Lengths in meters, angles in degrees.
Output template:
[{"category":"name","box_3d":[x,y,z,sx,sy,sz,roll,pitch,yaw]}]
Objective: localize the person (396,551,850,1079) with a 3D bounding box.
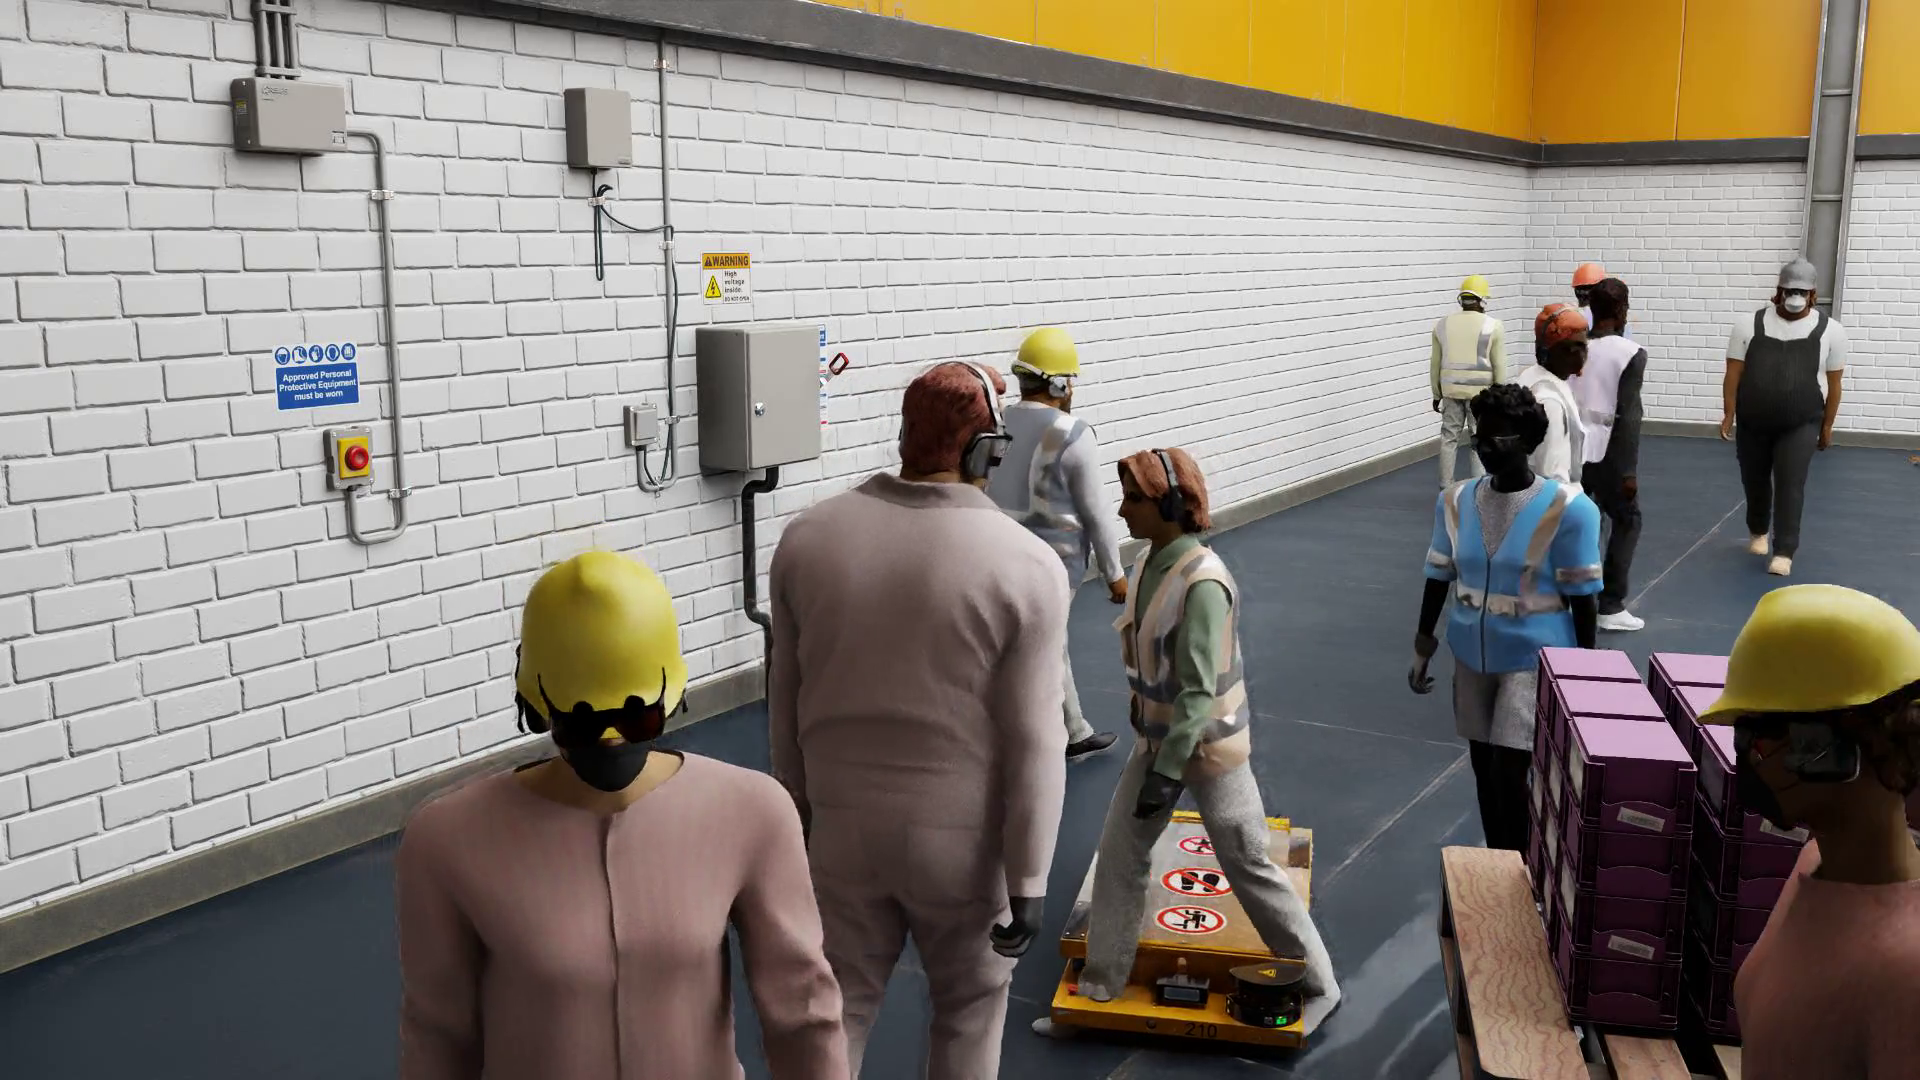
[{"category":"person","box_3d":[-0.417,0.857,2.173,0.547,1.714,0.814,-5,11,-25]}]

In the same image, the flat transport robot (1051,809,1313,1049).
[{"category":"flat transport robot","box_3d":[0.713,1.082,4.980,0.652,0.197,1.431,2,10,13]}]

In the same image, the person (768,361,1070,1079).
[{"category":"person","box_3d":[-0.127,0.595,3.264,0.662,1.872,0.683,4,11,21]}]

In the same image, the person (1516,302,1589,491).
[{"category":"person","box_3d":[2.396,-0.052,6.890,0.410,1.860,0.619,1,10,8]}]

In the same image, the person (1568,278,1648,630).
[{"category":"person","box_3d":[3.438,-0.434,8.856,0.693,1.895,0.631,-6,12,-30]}]

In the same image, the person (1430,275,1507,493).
[{"category":"person","box_3d":[4.004,-1.161,13.085,0.600,1.827,0.404,8,13,37]}]

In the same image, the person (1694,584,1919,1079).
[{"category":"person","box_3d":[1.023,0.908,1.970,0.893,1.695,0.566,3,11,18]}]

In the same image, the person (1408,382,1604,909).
[{"category":"person","box_3d":[1.617,0.369,4.997,0.460,1.677,0.557,-8,13,-38]}]

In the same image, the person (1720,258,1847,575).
[{"category":"person","box_3d":[5.313,-0.849,10.771,0.685,2.000,0.964,7,12,34]}]

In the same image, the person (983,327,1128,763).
[{"category":"person","box_3d":[0.296,0.084,6.346,0.956,1.783,0.595,-8,13,-38]}]

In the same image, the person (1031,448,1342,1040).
[{"category":"person","box_3d":[0.640,0.545,4.341,0.825,1.590,0.534,-3,11,-18]}]

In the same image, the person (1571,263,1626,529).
[{"category":"person","box_3d":[4.538,-1.042,12.139,0.547,1.934,0.376,1,10,6]}]

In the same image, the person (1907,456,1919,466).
[{"category":"person","box_3d":[9.334,-1.545,15.110,1.052,1.883,0.646,5,11,26]}]
